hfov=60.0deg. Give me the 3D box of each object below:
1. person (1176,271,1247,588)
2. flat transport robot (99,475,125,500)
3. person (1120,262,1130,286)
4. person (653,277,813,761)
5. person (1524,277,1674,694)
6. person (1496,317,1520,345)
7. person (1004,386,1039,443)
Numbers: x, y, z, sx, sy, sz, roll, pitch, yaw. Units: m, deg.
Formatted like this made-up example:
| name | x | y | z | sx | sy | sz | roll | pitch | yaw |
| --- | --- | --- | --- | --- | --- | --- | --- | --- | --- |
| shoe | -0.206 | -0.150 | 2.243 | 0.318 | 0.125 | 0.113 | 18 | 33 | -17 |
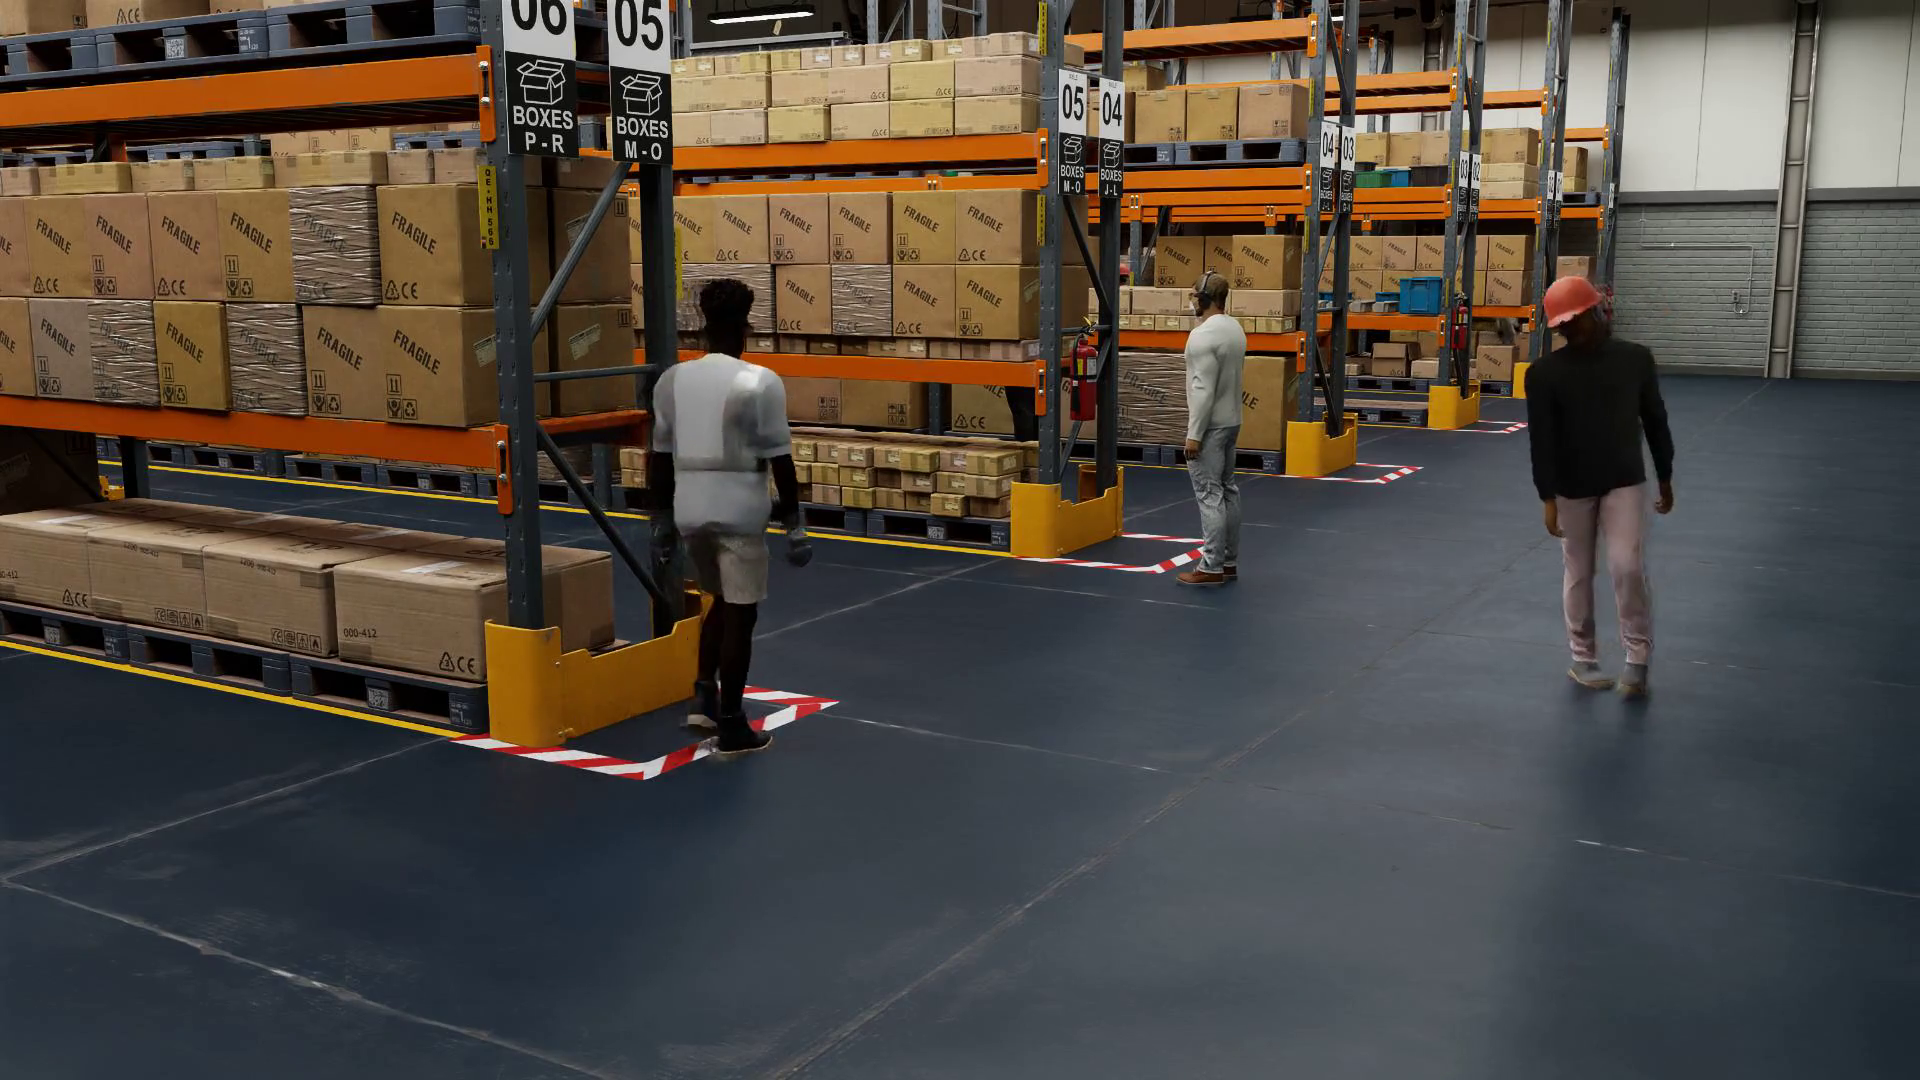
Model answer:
| name | x | y | z | sx | sy | sz | roll | pitch | yaw |
| --- | --- | --- | --- | --- | --- | --- | --- | --- | --- |
| person | 1.551 | -0.675 | 10.231 | 0.353 | 1.937 | 0.635 | 6 | 11 | 30 |
| flat transport robot | -7.510 | -0.375 | 13.355 | 0.652 | 0.197 | 1.431 | 6 | 11 | 30 |
| person | 2.295 | -2.979 | 23.728 | 0.373 | 1.935 | 0.551 | 8 | 13 | 39 |
| person | -0.936 | -0.085 | 6.758 | 0.654 | 1.937 | 0.477 | 6 | 11 | 32 |
| person | 2.949 | -0.237 | 7.695 | 0.700 | 1.937 | 0.592 | 2 | 10 | 12 |
| person | 8.343 | -3.329 | 25.531 | 0.854 | 2.022 | 0.614 | 5 | 11 | 26 |
| person | 0.552 | -1.644 | 15.612 | 0.535 | 2.000 | 0.674 | 5 | 11 | 25 |
